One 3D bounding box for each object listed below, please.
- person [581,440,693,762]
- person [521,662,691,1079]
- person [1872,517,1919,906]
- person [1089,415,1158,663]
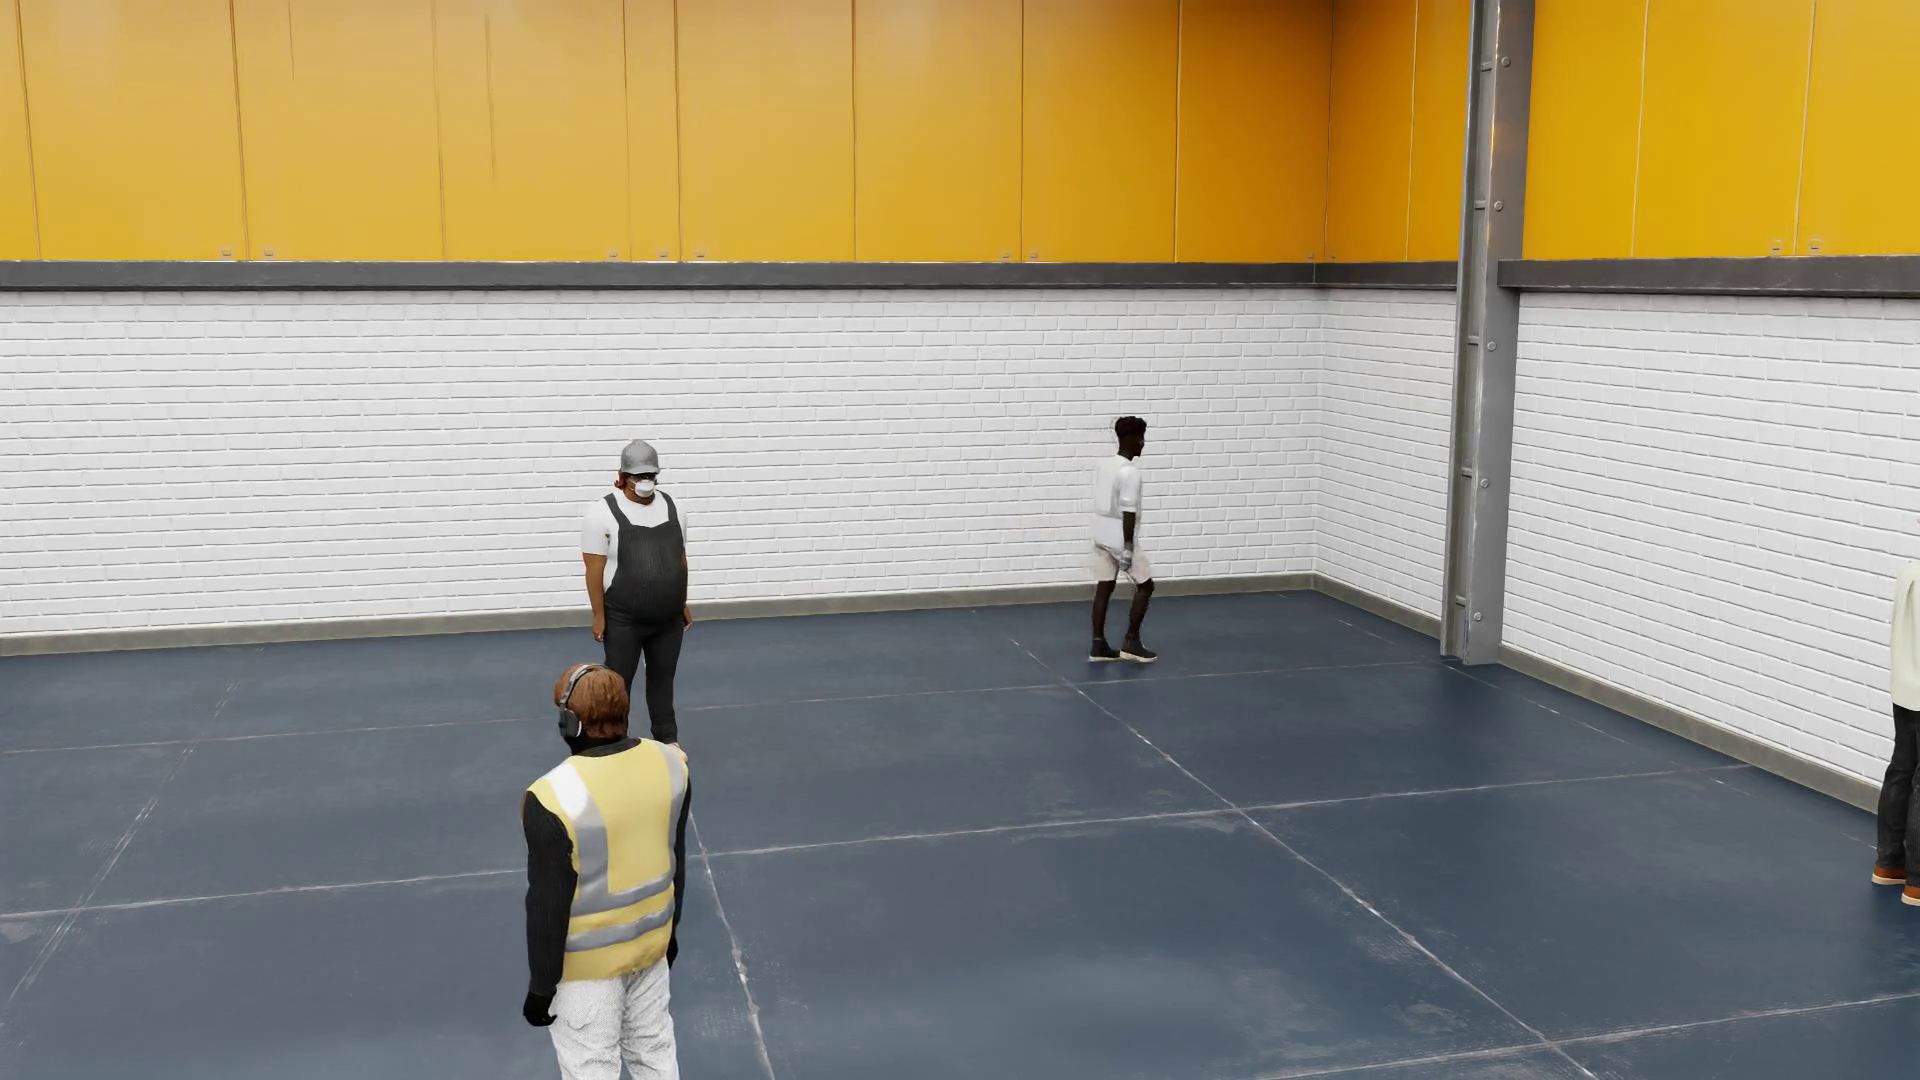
[{"bbox_3d":[-1.914,0.399,10.129,0.688,2.000,0.536,-7,11,-36],"label":"person"},{"bbox_3d":[-1.120,1.287,5.206,0.429,1.842,0.629,6,11,35],"label":"person"},{"bbox_3d":[4.691,0.762,8.009,0.381,1.994,0.619,1,9,4],"label":"person"},{"bbox_3d":[1.292,-0.003,12.949,0.631,1.944,0.634,-4,10,-24],"label":"person"}]
